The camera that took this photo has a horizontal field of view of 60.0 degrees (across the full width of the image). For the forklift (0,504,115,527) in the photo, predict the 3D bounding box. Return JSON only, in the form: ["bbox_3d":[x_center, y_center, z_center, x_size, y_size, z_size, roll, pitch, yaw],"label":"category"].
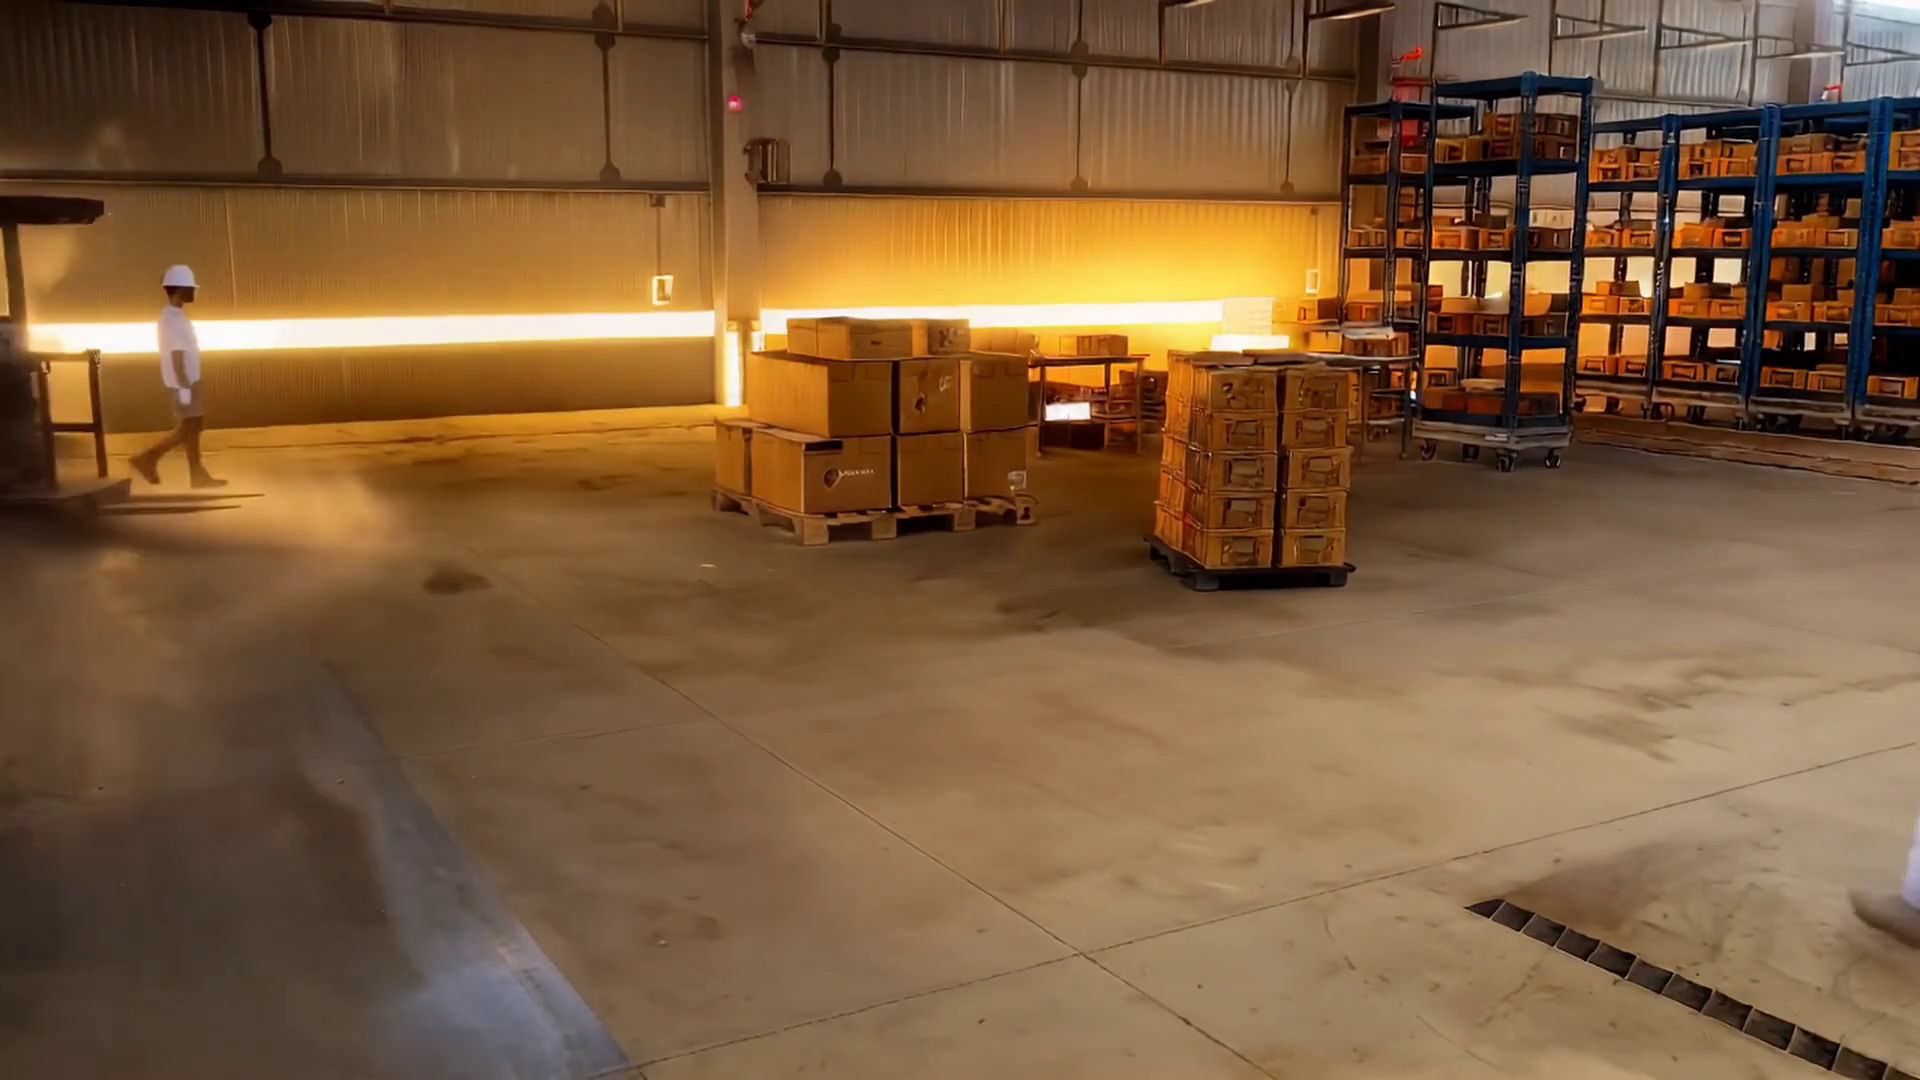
[{"bbox_3d":[-7.544,-1.531,12.341,1.873,2.768,1.129,-1,10,-7],"label":"forklift"}]

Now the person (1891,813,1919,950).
[{"bbox_3d":[3.023,0.310,4.694,0.407,1.906,0.690,-4,11,-23],"label":"person"}]

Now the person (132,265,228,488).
[{"bbox_3d":[-6.667,-1.369,14.133,0.630,1.926,0.558,-4,11,-21],"label":"person"}]
